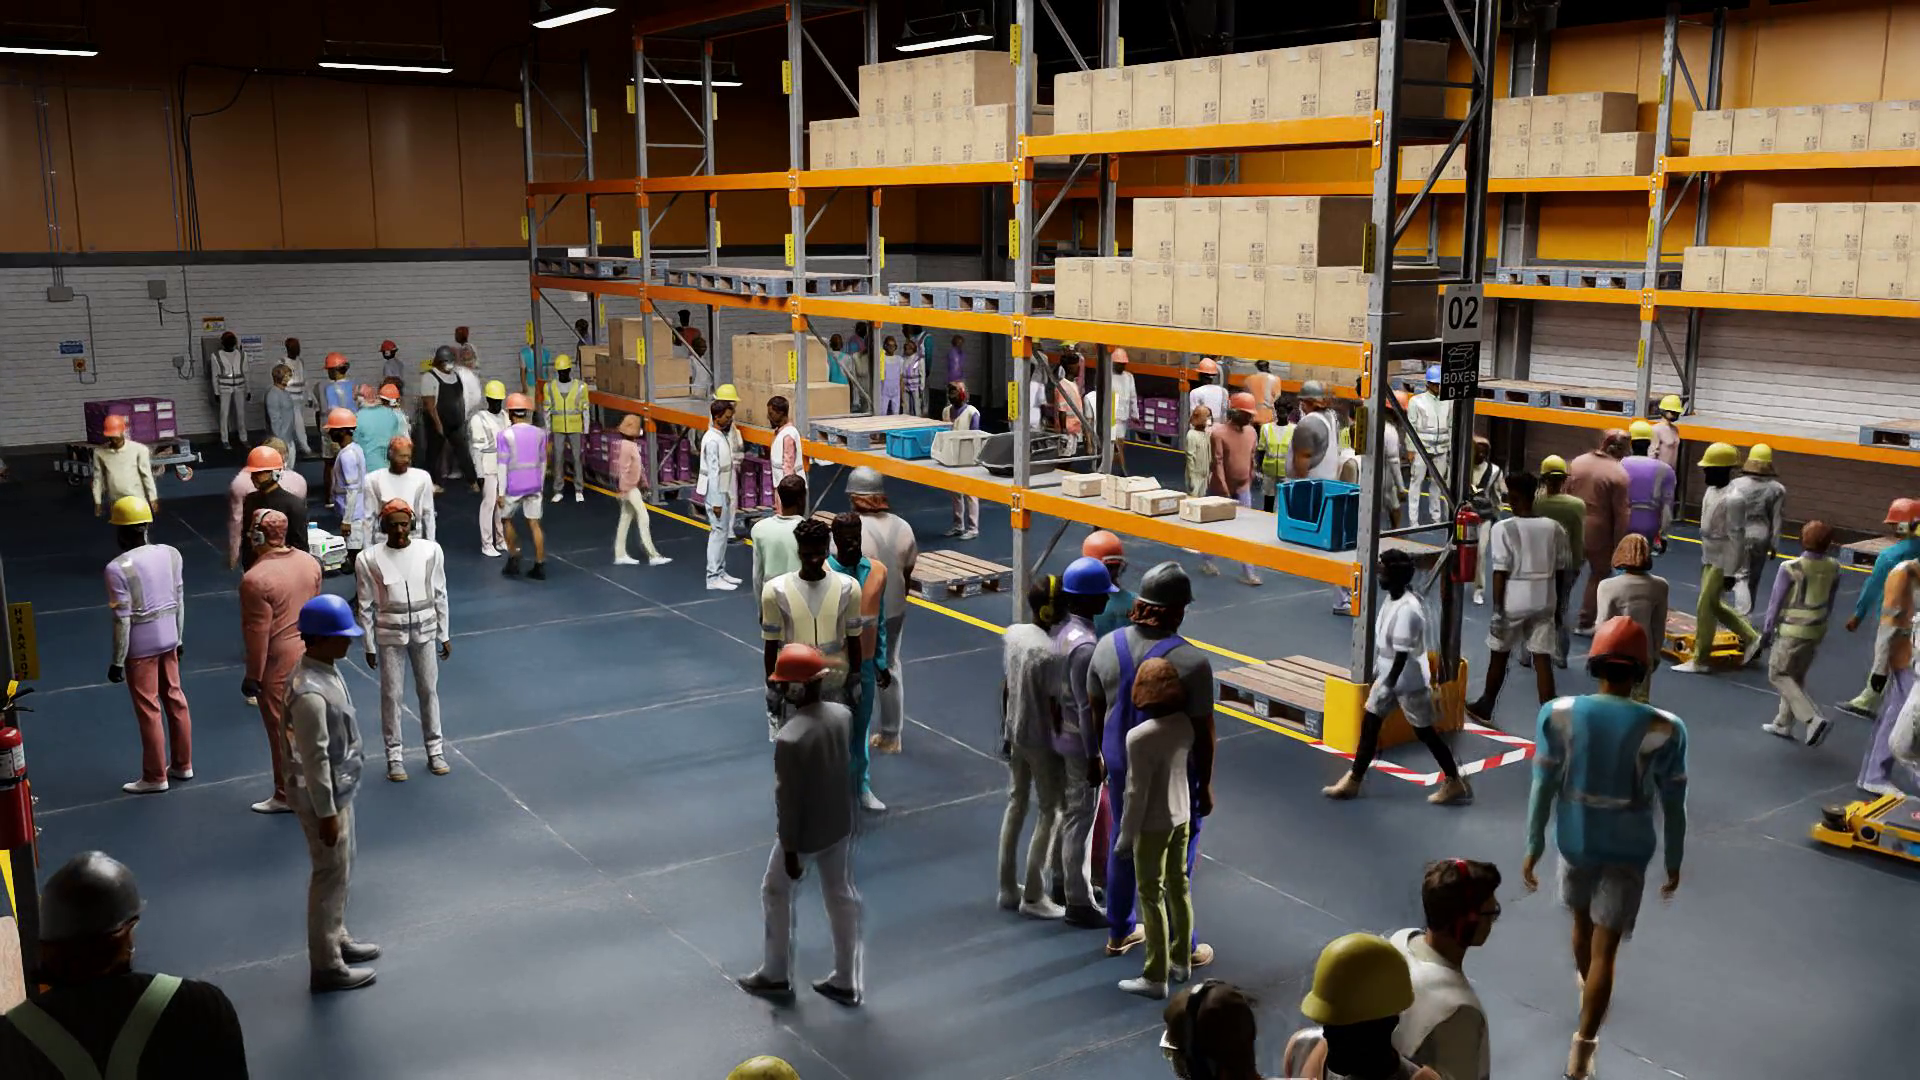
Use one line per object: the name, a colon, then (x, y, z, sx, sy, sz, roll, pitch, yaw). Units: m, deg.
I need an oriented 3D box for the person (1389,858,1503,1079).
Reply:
person: (1.412, 1.834, 5.018, 0.429, 1.829, 0.566, 0, 11, 2)

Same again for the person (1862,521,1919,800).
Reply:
person: (6.035, 0.769, 10.285, 0.599, 1.896, 0.830, -7, 13, -32)

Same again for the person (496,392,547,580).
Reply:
person: (-4.500, -0.543, 16.976, 0.624, 1.906, 0.679, -10, 15, -42)

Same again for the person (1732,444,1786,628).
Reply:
person: (7.009, 0.002, 14.743, 0.501, 1.707, 0.886, 2, 11, 11)

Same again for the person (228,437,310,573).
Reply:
person: (-5.633, 0.104, 13.687, 0.722, 1.900, 0.668, 9, 14, 38)

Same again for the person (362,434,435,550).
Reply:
person: (-4.829, 0.006, 14.295, 0.614, 1.861, 0.605, -4, 12, -22)

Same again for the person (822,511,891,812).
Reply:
person: (-0.700, 0.761, 10.272, 0.590, 1.919, 0.392, -7, 13, -33)

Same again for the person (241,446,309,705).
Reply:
person: (-5.168, 0.279, 12.539, 0.612, 1.995, 0.376, 5, 12, 23)

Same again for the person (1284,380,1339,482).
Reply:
person: (3.595, -0.655, 17.206, 0.589, 2.000, 0.723, 9, 14, 38)

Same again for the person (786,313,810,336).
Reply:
person: (-2.999, -3.280, 30.863, 0.632, 1.952, 0.622, 8, 14, 36)

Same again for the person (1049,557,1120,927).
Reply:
person: (0.634, 1.047, 8.733, 0.384, 1.949, 0.603, -2, 11, -11)

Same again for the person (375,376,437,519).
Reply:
person: (-6.852, -1.076, 20.016, 0.970, 1.792, 0.641, -7, 13, -32)

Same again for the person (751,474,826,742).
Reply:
person: (-1.174, 0.492, 11.650, 0.594, 1.919, 0.387, 5, 12, 24)

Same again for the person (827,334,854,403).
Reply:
person: (-1.935, -2.331, 26.285, 0.508, 1.846, 0.345, 0, 11, 2)

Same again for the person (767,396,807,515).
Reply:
person: (-1.757, -0.502, 16.781, 0.415, 1.907, 0.592, -3, 11, -13)

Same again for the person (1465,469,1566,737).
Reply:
person: (4.016, 0.458, 11.885, 0.642, 1.908, 0.856, -3, 11, -13)

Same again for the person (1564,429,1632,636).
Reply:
person: (5.512, -0.055, 14.618, 0.612, 1.865, 0.714, -6, 13, -29)

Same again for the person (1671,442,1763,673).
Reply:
person: (6.191, 0.150, 13.440, 0.732, 1.900, 0.602, 1, 11, 7)

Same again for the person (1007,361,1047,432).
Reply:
person: (0.953, -1.682, 23.380, 0.558, 1.672, 0.519, -1, 11, -5)

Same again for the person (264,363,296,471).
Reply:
person: (-8.215, -1.175, 20.169, 0.370, 1.930, 0.625, -2, 11, -8)

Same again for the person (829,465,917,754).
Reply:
person: (-0.655, 0.495, 11.319, 0.687, 2.000, 0.536, -10, 15, -41)

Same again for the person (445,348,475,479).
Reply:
person: (-7.077, -1.771, 23.306, 0.474, 1.888, 0.652, 0, 11, 1)

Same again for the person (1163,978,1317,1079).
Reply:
person: (0.700, 1.994, 4.091, 0.640, 1.864, 0.988, -8, 14, -36)

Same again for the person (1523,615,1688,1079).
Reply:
person: (2.831, 1.309, 7.284, 0.628, 1.987, 1.080, 6, 13, 30)

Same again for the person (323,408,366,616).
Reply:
person: (-5.672, -0.258, 15.438, 0.354, 1.939, 0.545, -3, 11, -15)

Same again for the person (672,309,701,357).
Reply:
person: (-5.101, -3.321, 31.044, 0.613, 1.962, 0.364, -8, 14, -35)

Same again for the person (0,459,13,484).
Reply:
person: (-13.554, -1.644, 22.670, 0.635, 1.899, 0.993, 8, 13, 35)

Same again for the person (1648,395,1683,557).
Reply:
person: (7.688, -0.704, 18.167, 0.533, 1.765, 0.326, -9, 14, -38)

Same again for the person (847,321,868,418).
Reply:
person: (-1.871, -3.039, 29.976, 0.534, 1.819, 0.664, 2, 11, 12)

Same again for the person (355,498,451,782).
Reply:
person: (-3.651, 0.649, 10.961, 0.569, 1.880, 0.355, -6, 13, -30)

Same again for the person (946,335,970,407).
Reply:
person: (-0.018, -2.825, 29.424, 0.567, 1.614, 0.534, 7, 13, 33)

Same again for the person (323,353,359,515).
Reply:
person: (-7.607, -1.292, 20.533, 0.478, 2.026, 0.612, 3, 12, 17)

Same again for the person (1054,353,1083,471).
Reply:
person: (1.394, -1.414, 21.274, 0.361, 1.965, 0.613, 3, 12, 17)

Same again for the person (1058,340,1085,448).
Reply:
person: (1.769, -2.380, 26.604, 0.404, 1.819, 0.600, -6, 13, -28)

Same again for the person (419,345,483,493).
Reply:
person: (-6.777, -1.609, 22.087, 0.984, 2.000, 0.698, 7, 13, 31)

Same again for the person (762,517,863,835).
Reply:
person: (-0.873, 0.821, 9.878, 0.601, 1.957, 0.381, -2, 11, -12)

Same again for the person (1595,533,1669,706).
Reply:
person: (4.403, 0.764, 10.985, 0.507, 1.633, 0.276, -2, 11, -9)

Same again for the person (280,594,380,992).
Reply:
person: (-3.022, 1.205, 7.973, 0.420, 1.932, 0.619, -3, 11, -16)

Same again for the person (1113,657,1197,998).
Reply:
person: (0.952, 1.370, 7.925, 0.527, 1.629, 0.313, -11, 15, -44)

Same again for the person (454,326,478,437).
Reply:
person: (-8.295, -2.631, 27.774, 0.498, 1.869, 0.643, -1, 11, -6)

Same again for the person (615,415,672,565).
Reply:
person: (-3.372, -0.522, 17.619, 0.679, 1.611, 0.507, -1, 11, -6)

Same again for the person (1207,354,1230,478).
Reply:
person: (3.514, -1.791, 23.009, 0.377, 2.045, 0.605, 5, 12, 23)

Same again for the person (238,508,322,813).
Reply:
person: (-4.249, 0.746, 10.373, 0.406, 1.911, 0.638, 3, 11, 16)

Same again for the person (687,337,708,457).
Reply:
person: (-4.048, -2.209, 25.687, 0.348, 1.839, 0.505, 5, 12, 23)

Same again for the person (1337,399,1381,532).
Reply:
person: (4.481, -0.730, 18.534, 0.543, 1.674, 0.691, -8, 14, -36)

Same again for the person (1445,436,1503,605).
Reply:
person: (4.965, -0.224, 16.109, 0.549, 1.610, 0.705, 3, 11, 14)

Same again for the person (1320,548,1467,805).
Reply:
person: (2.791, 0.865, 10.436, 0.891, 1.650, 0.533, -1, 11, -6)
